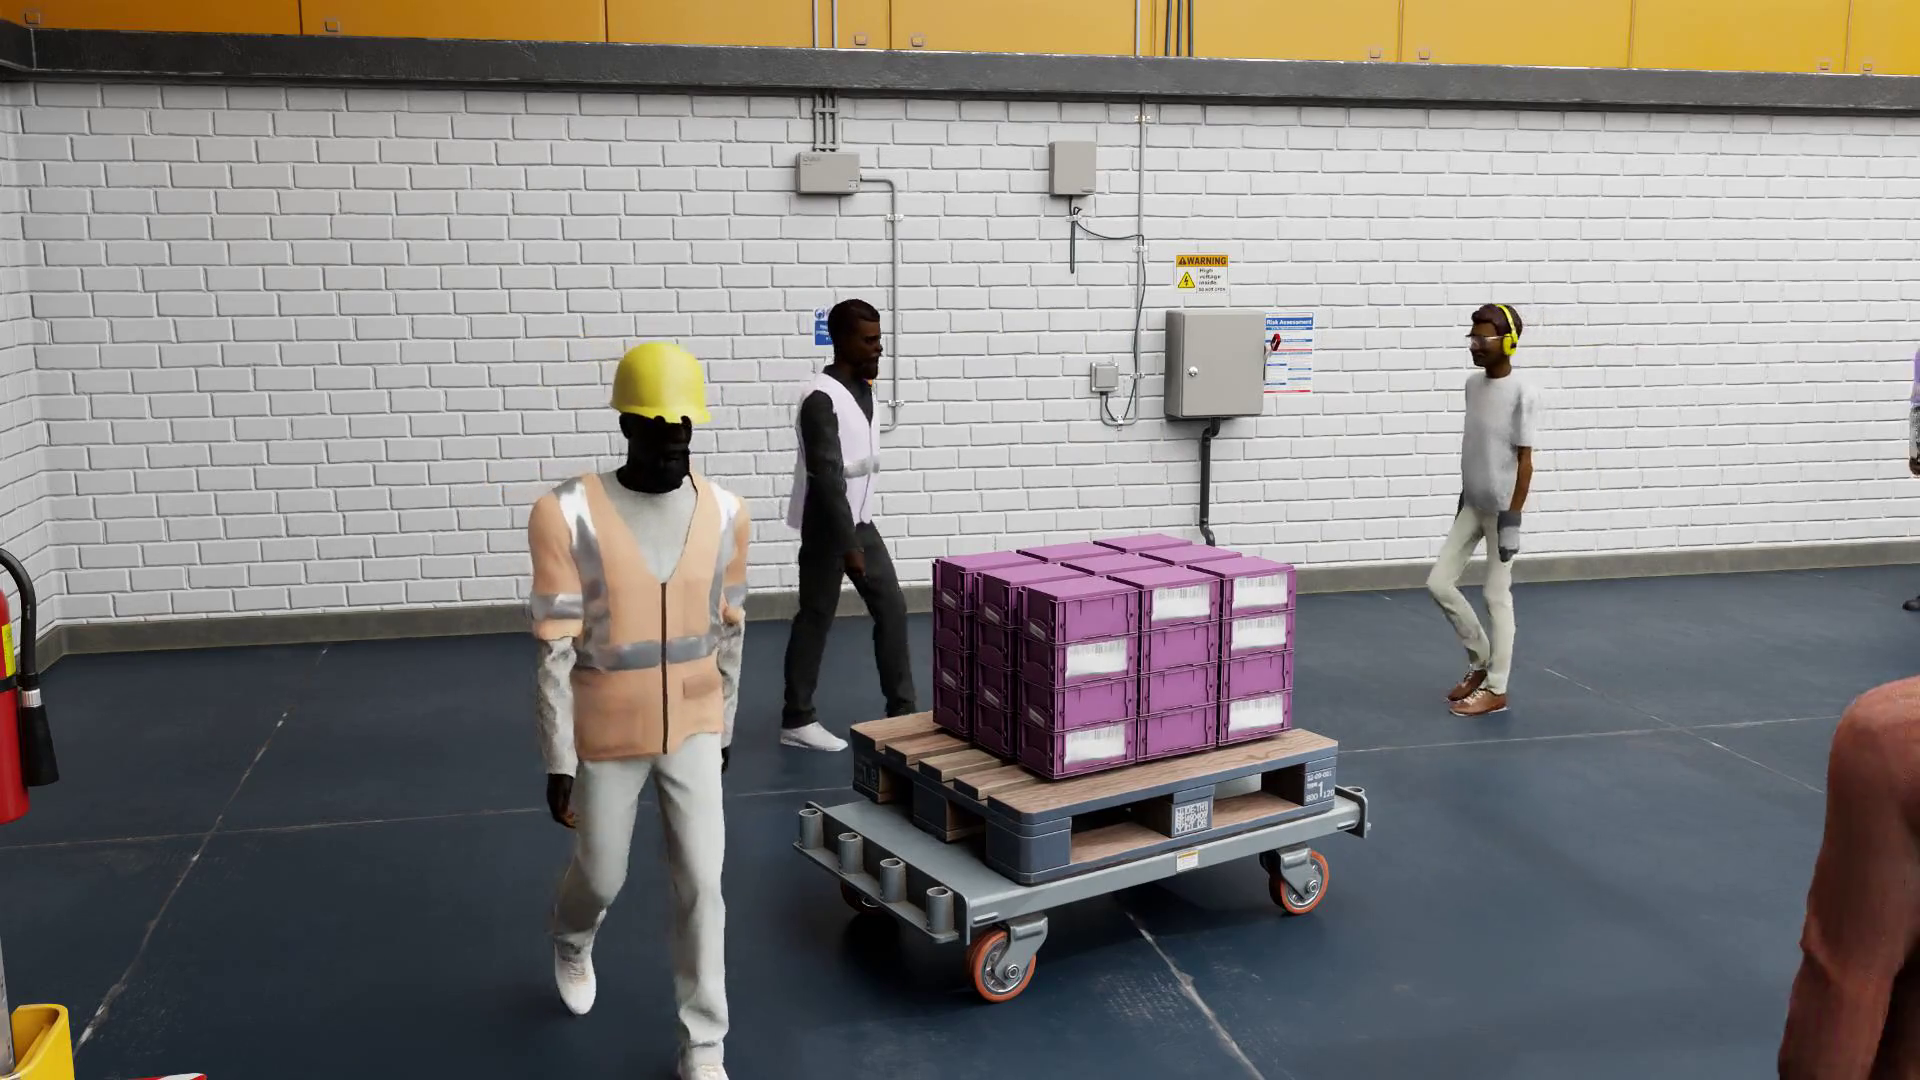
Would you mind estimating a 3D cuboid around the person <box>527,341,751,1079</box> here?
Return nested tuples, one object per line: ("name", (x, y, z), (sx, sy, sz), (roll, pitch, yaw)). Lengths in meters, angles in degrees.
("person", (-0.823, 0.436, 4.223), (0.586, 1.899, 0.839), (-6, 12, -29))

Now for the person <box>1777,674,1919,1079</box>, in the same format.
("person", (1.363, 0.777, 2.109), (0.614, 1.979, 0.491), (0, 10, -1))

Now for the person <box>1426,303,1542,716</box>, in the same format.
("person", (2.331, -0.121, 7.410), (0.400, 1.855, 0.561), (-4, 11, -19))

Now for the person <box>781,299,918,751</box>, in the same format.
("person", (-0.387, -0.030, 6.821), (0.871, 1.884, 0.587), (4, 11, 21))

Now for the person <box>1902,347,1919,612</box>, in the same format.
("person", (5.841, -0.550, 9.678), (0.845, 1.907, 0.556), (-6, 12, -30))
